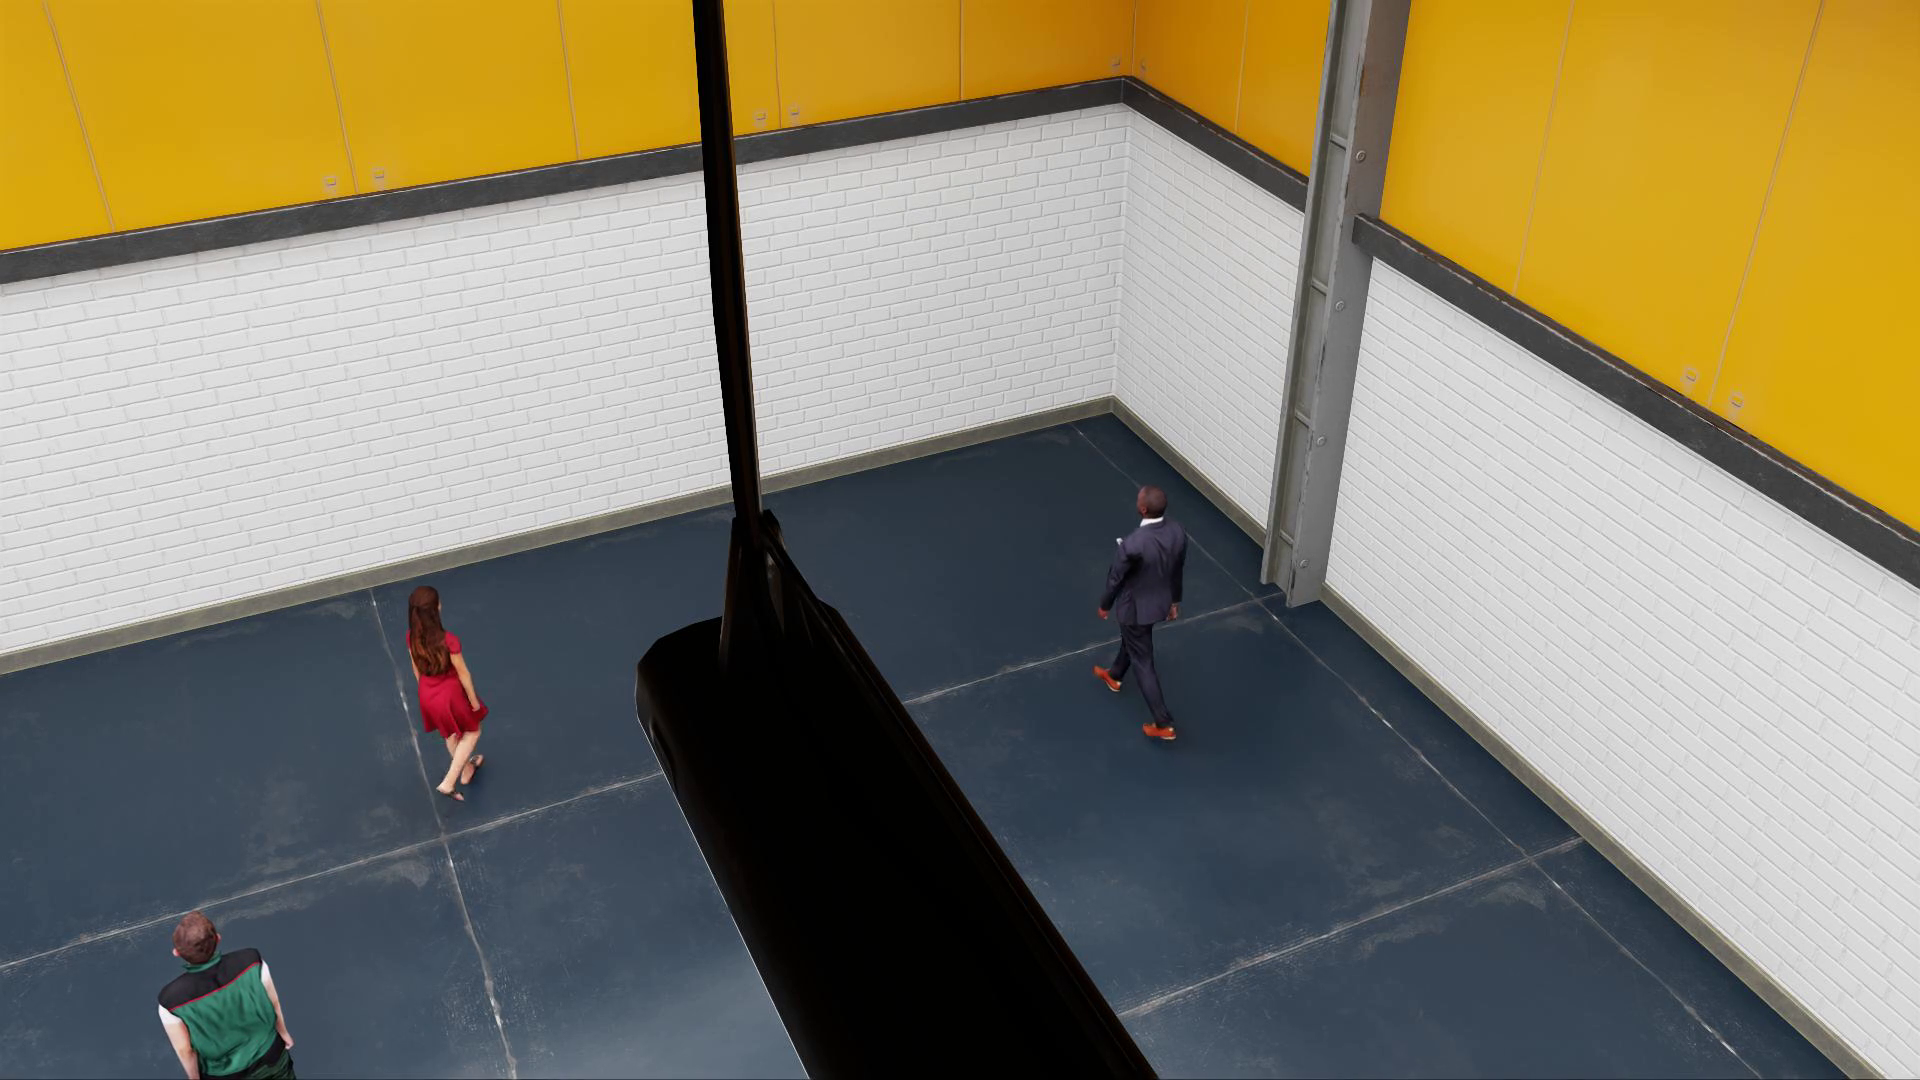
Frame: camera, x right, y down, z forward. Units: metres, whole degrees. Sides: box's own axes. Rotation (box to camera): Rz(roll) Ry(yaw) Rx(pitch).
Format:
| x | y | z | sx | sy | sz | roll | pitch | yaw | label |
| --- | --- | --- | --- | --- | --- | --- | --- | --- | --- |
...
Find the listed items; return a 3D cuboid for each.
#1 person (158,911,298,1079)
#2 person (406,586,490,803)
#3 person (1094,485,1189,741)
| x | y | z | sx | sy | sz | roll | pitch | yaw | label |
| --- | --- | --- | --- | --- | --- | --- | --- | --- | --- |
| -3.397 | 2.416 | 7.833 | 0.700 | 1.843 | 0.679 | -25 | 41 | -33 | person |
| -3.193 | 0.982 | 10.261 | 0.814 | 1.543 | 0.901 | 8 | 34 | 12 | person |
| 1.227 | 0.494 | 10.775 | 0.865 | 1.788 | 1.241 | -23 | 40 | -30 | person |
